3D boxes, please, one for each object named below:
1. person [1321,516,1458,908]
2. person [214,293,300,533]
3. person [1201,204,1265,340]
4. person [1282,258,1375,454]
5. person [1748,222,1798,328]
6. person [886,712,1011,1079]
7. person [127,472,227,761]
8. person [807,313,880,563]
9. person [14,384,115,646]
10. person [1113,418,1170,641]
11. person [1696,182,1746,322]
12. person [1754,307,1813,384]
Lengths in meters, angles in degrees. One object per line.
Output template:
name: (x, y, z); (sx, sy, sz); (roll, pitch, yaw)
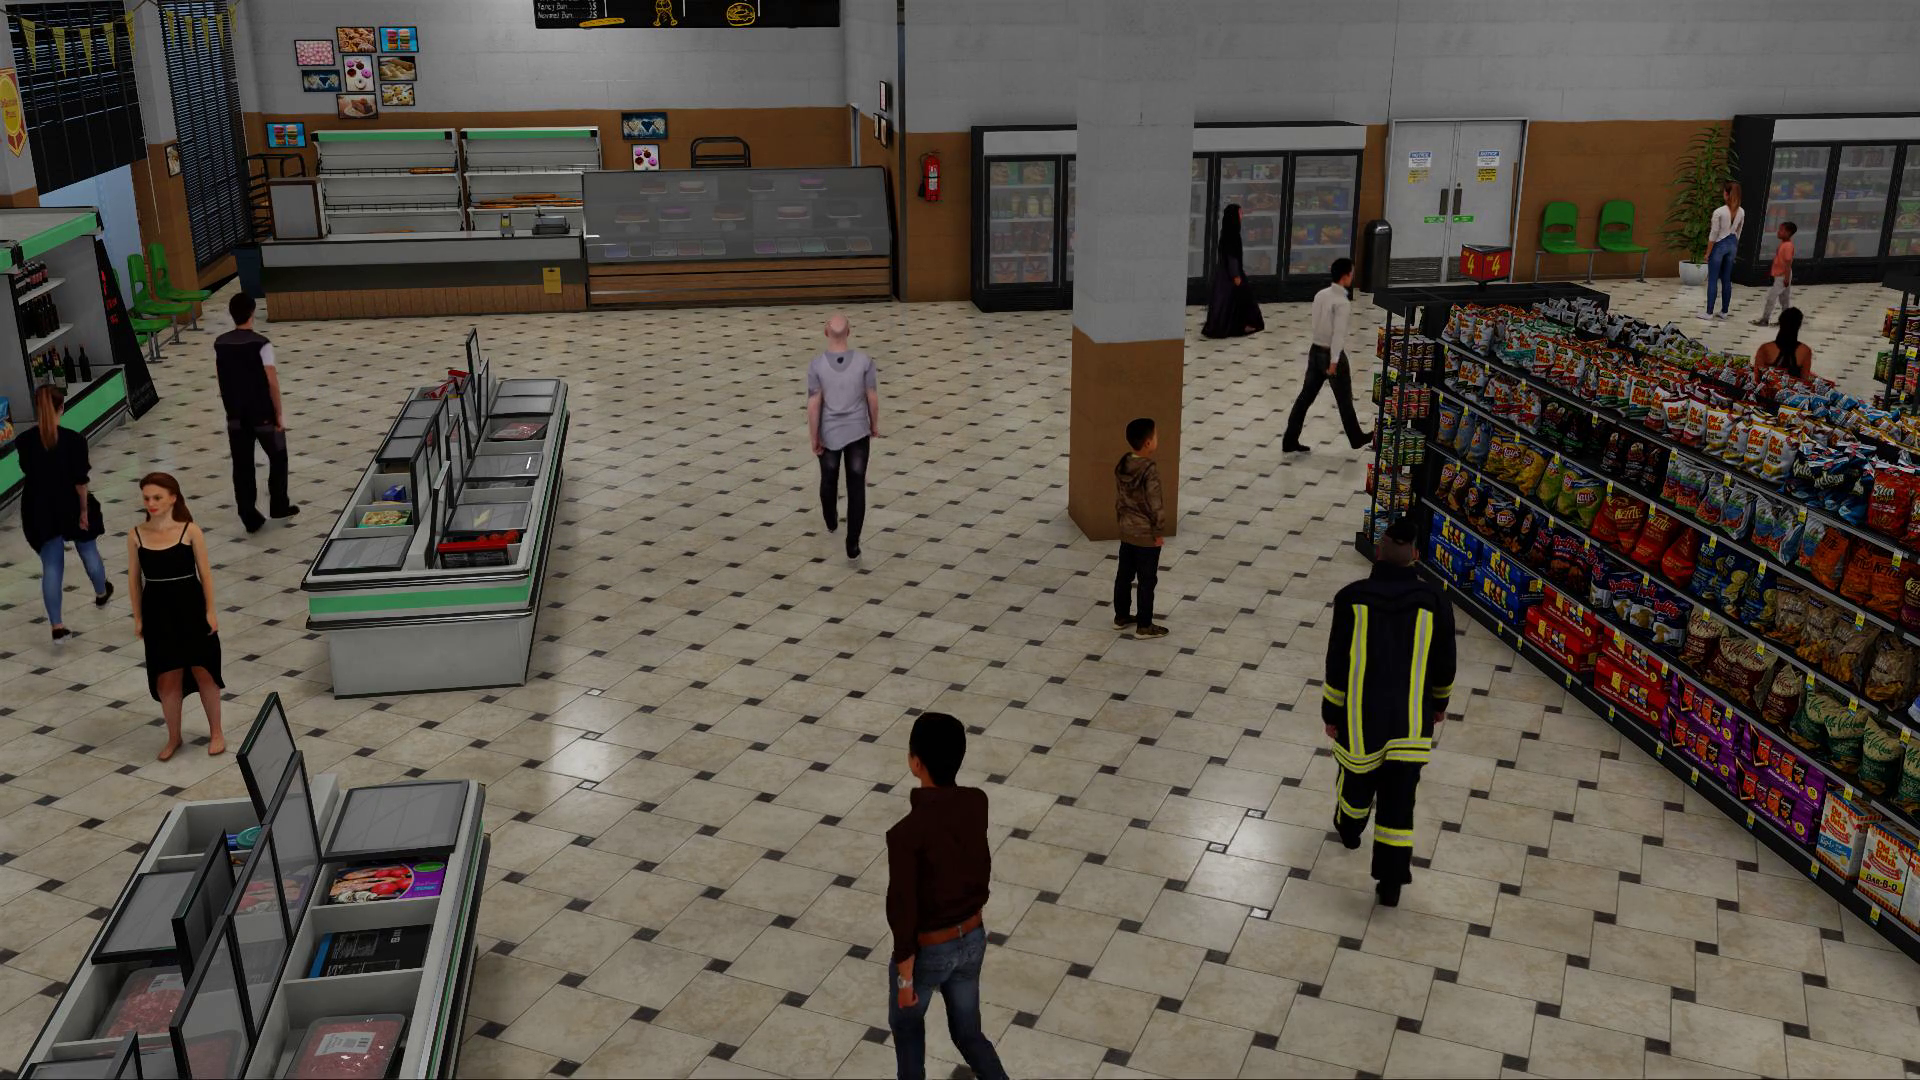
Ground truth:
person: (1.958, 0.803, 7.649); (0.993, 1.826, 1.246); (2, 19, 7)
person: (-5.508, -0.952, 12.848); (0.750, 1.829, 0.807); (-1, 19, -3)
person: (3.140, -3.205, 19.877); (0.942, 1.607, 1.013); (5, 19, 15)
person: (3.194, -1.601, 14.885); (0.888, 1.757, 1.161); (-7, 20, -21)
person: (10.228, -3.264, 20.549); (0.705, 1.291, 0.734); (5, 19, 15)
person: (0.000, 1.469, 5.789); (1.036, 1.752, 1.197); (-16, 24, -39)
person: (-4.293, 0.408, 9.135); (0.580, 1.624, 0.564); (-4, 19, -12)
person: (-0.848, -0.715, 12.227); (0.792, 1.778, 1.261); (-1, 19, -2)
person: (-5.823, -0.119, 10.698); (0.689, 1.624, 1.186); (-5, 19, -14)
person: (1.168, -0.082, 10.854); (0.729, 1.455, 0.638); (-13, 23, -34)
person: (9.646, -3.648, 21.015); (0.624, 1.720, 0.547); (-5, 19, -14)
person: (6.598, -1.048, 13.439); (0.858, 1.635, 1.129); (4, 19, 11)
